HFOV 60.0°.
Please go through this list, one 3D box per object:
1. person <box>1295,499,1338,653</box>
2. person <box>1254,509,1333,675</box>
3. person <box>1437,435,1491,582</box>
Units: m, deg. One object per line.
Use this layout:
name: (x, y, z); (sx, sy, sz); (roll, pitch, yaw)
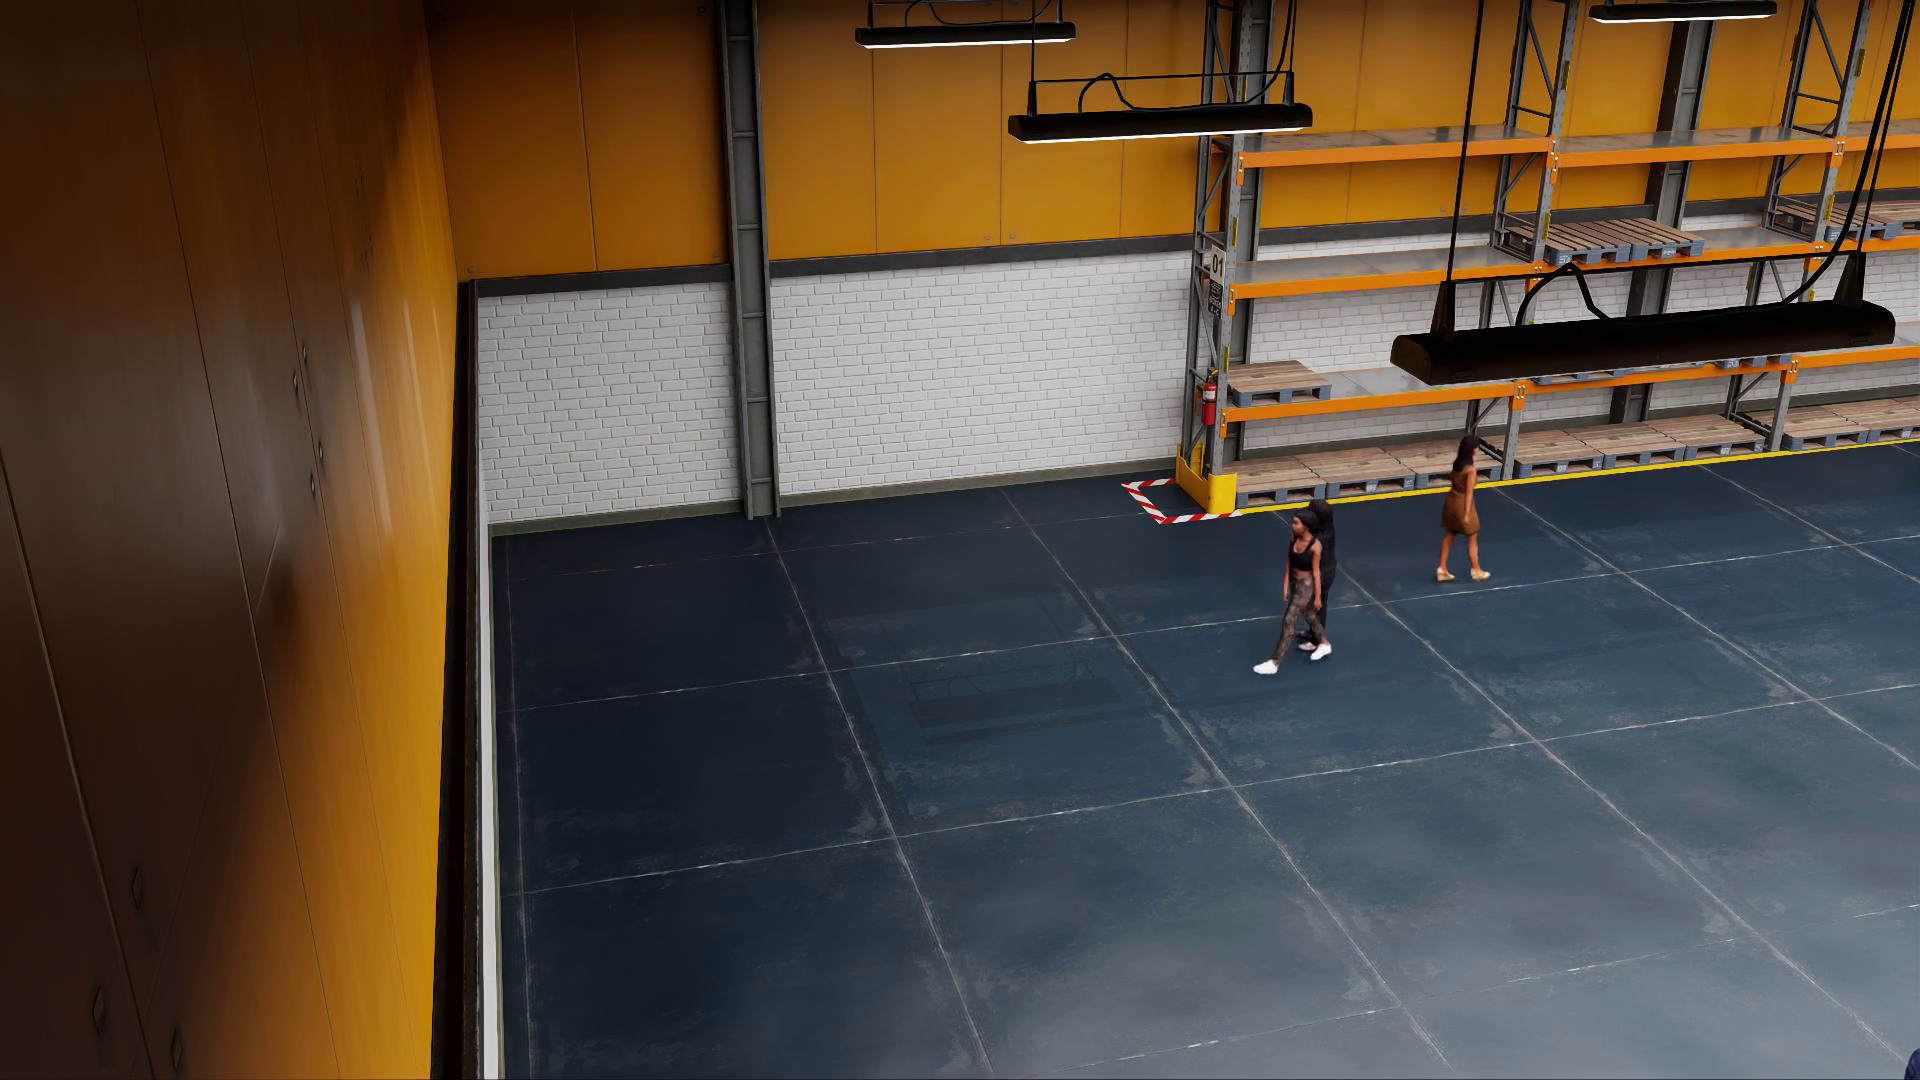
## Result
person: (3.582, 0.336, 16.576); (0.760, 1.611, 0.741); (4, 24, 8)
person: (3.397, 0.490, 16.193); (1.242, 1.637, 0.782); (-13, 27, -27)
person: (5.344, -0.314, 17.987); (0.783, 1.672, 0.586); (-5, 24, -12)
